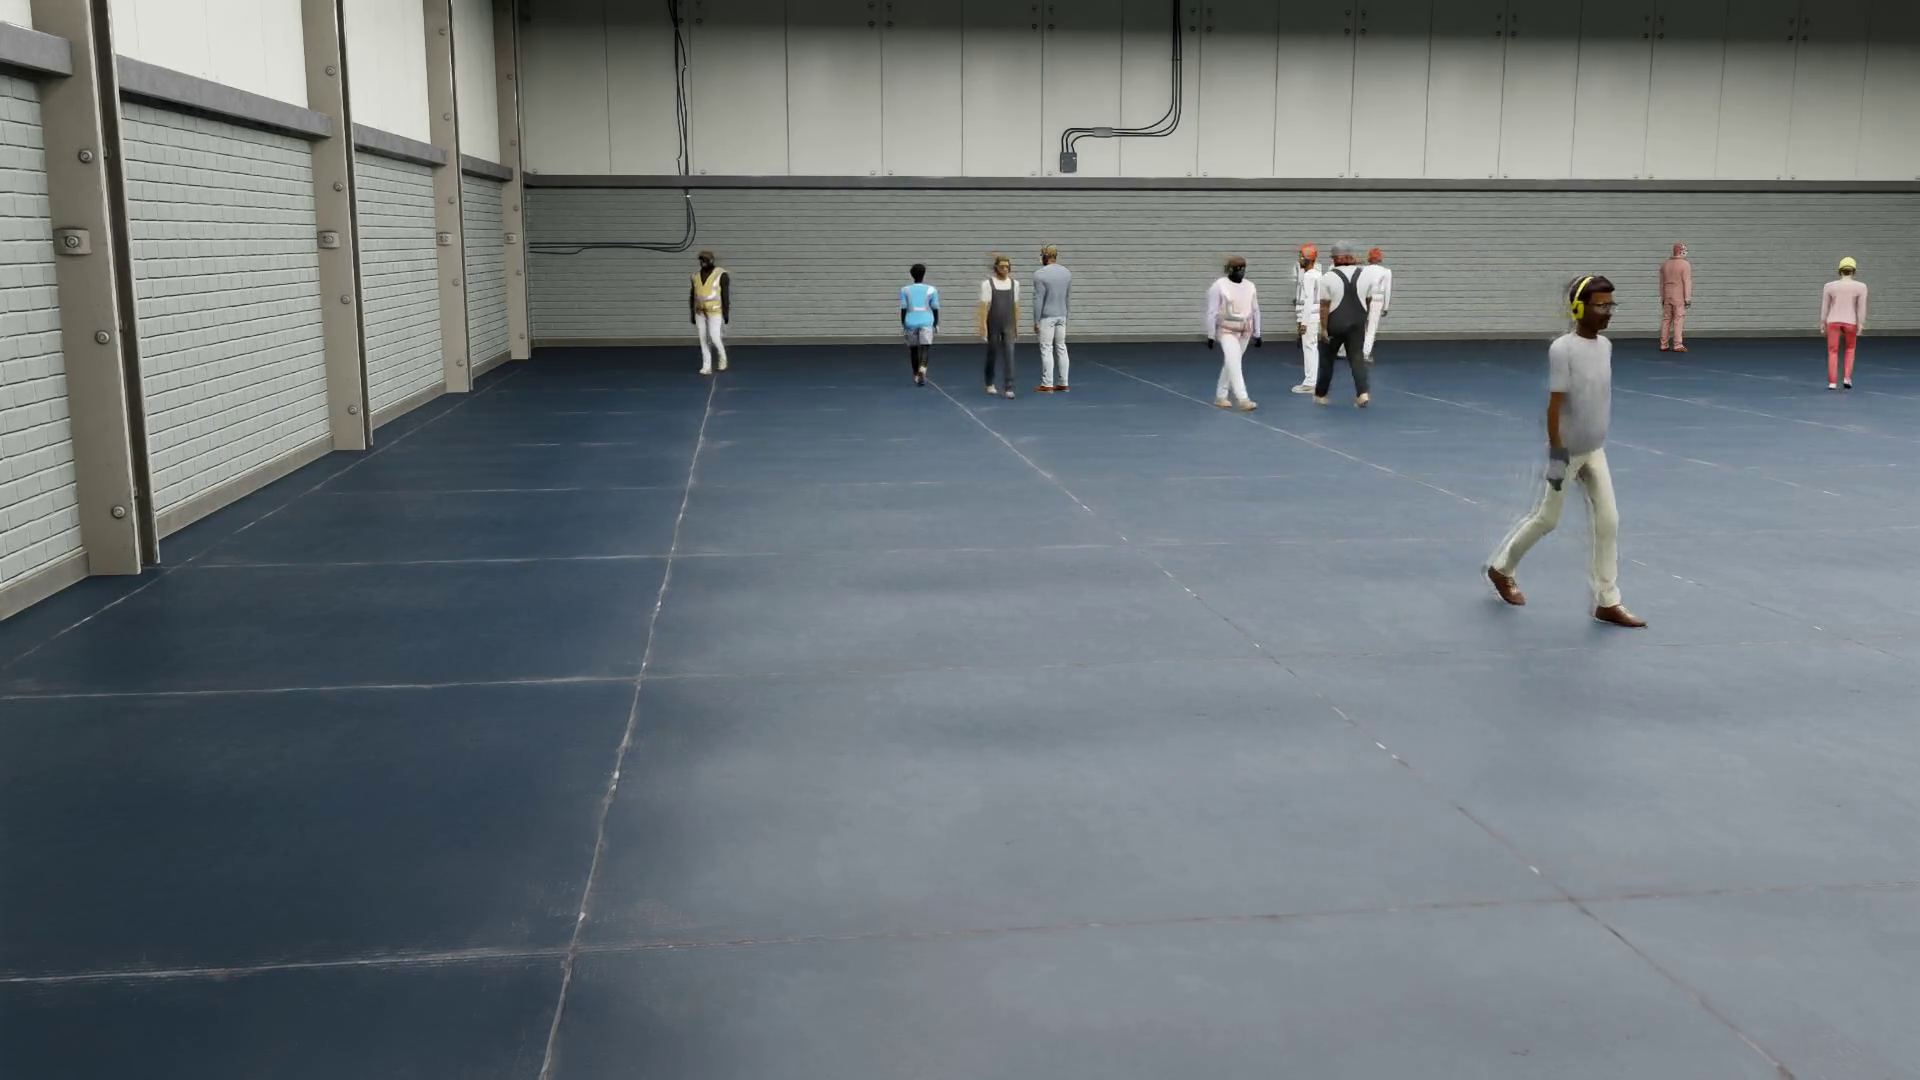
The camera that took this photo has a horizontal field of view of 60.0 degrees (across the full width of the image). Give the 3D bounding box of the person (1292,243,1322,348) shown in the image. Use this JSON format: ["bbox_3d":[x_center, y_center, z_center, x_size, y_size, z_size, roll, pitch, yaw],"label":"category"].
[{"bbox_3d":[6.450,-4.479,30.495,0.837,1.905,0.556,-9,13,-40],"label":"person"}]

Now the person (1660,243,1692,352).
[{"bbox_3d":[12.630,-4.260,29.293,0.406,1.911,0.639,-4,11,-22],"label":"person"}]

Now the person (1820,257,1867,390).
[{"bbox_3d":[11.739,-2.877,22.139,0.528,1.747,0.598,6,12,28],"label":"person"}]

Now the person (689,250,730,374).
[{"bbox_3d":[-3.708,-3.363,24.600,0.646,1.823,0.458,4,11,23],"label":"person"}]

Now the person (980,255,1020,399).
[{"bbox_3d":[0.495,-2.713,21.106,0.521,1.808,0.943,-2,11,-13],"label":"person"}]

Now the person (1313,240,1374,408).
[{"bbox_3d":[4.601,-2.606,19.860,0.692,2.000,1.008,-2,10,-8],"label":"person"}]

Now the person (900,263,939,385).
[{"bbox_3d":[-0.564,-2.956,22.787,0.534,1.674,0.769,1,10,5],"label":"person"}]

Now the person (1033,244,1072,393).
[{"bbox_3d":[1.190,-2.867,21.604,0.626,1.934,0.358,-8,13,-38],"label":"person"}]

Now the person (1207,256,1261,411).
[{"bbox_3d":[3.252,-2.422,19.545,0.644,1.792,0.949,-5,12,-27],"label":"person"}]

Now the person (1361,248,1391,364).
[{"bbox_3d":[6.542,-3.731,26.557,0.583,1.854,0.825,6,12,28],"label":"person"}]

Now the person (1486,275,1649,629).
[{"bbox_3d":[3.239,-0.490,8.852,0.532,1.833,0.944,-7,12,-32],"label":"person"}]

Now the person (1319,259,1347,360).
[{"bbox_3d":[6.170,-3.923,27.502,0.664,1.878,0.736,-8,13,-37],"label":"person"}]

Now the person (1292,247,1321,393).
[{"bbox_3d":[4.527,-2.852,21.640,0.362,1.883,0.575,4,11,22],"label":"person"}]
